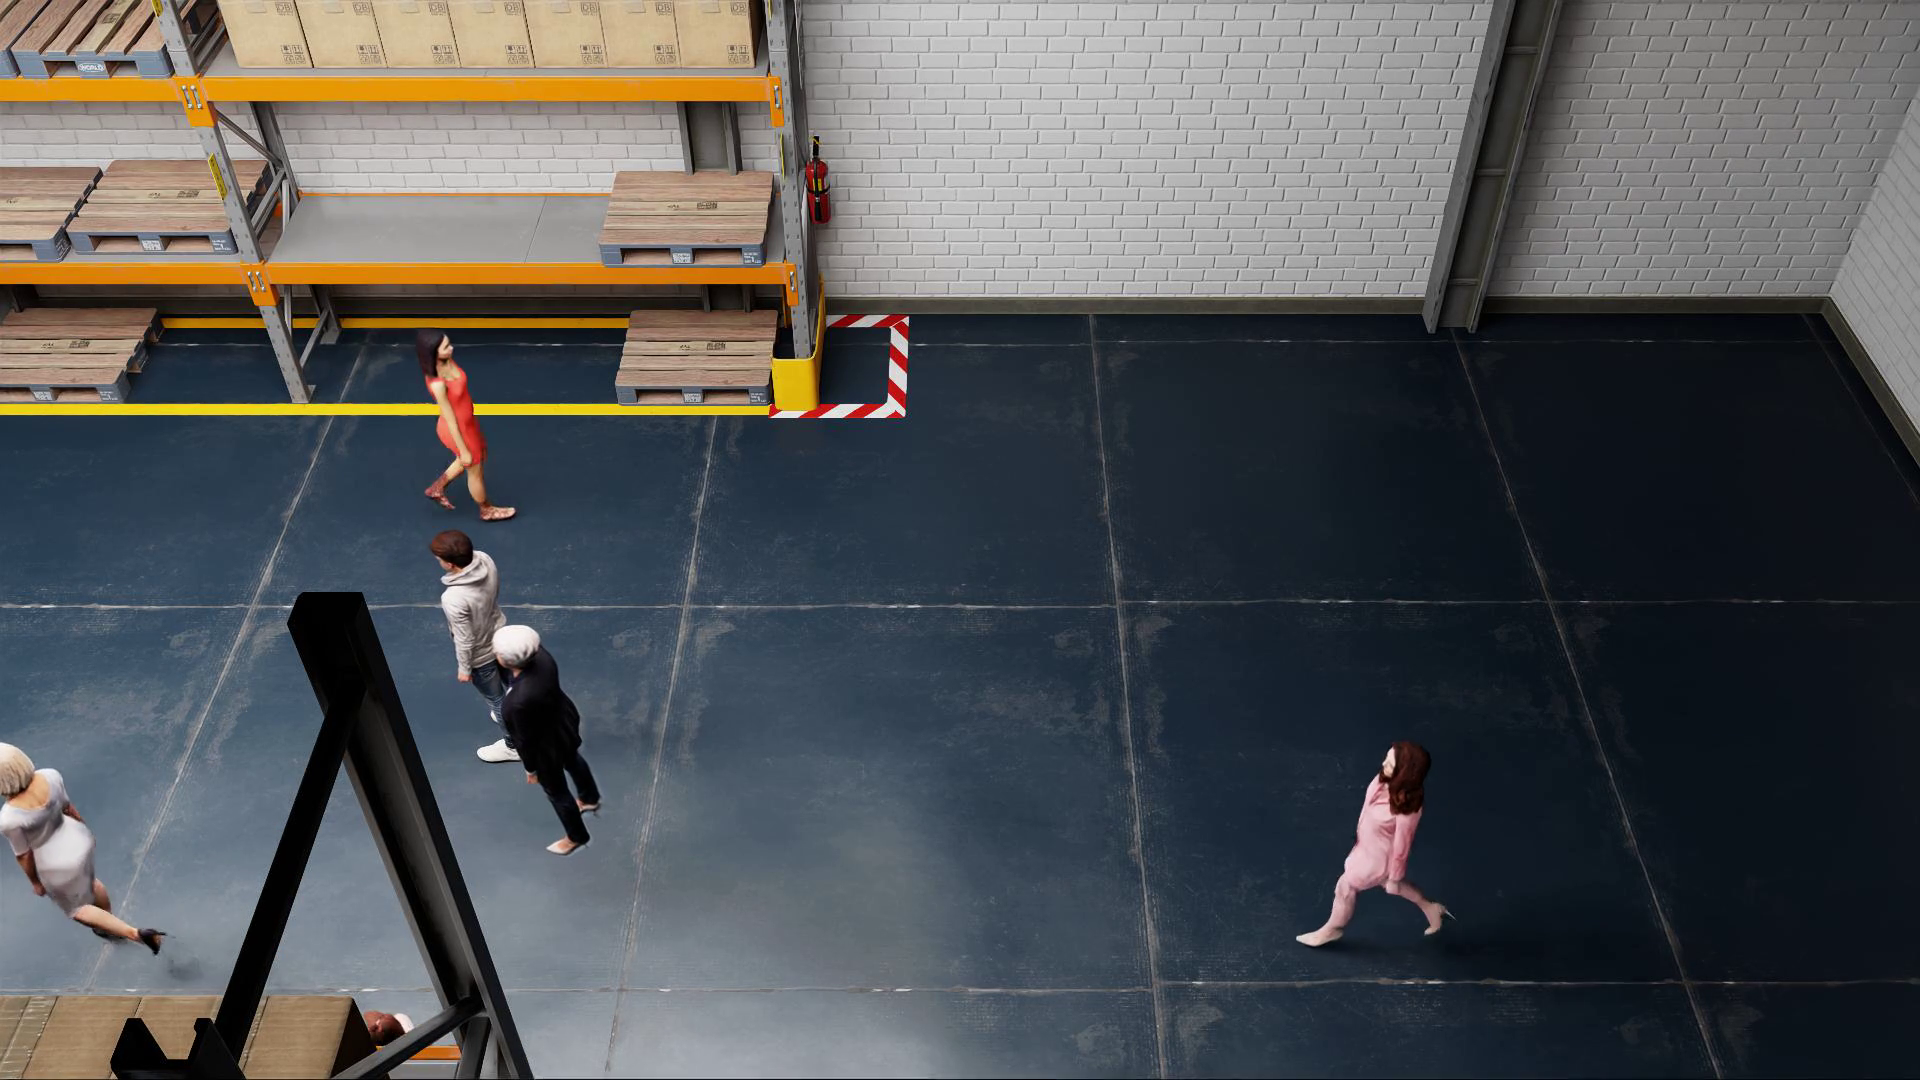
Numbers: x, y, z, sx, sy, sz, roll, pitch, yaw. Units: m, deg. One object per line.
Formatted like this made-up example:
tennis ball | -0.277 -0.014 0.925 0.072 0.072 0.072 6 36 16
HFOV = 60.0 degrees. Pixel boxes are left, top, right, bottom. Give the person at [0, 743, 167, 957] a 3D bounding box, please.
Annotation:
person | -4.753 1.717 8.941 0.921 1.731 0.698 10 44 10

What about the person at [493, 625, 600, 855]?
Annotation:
person | -2.192 1.014 8.893 0.630 1.777 0.740 5 44 6

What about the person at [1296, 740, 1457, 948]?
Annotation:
person | 2.348 1.668 8.961 1.089 1.775 0.659 2 44 2

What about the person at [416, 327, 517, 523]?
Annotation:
person | -3.554 -0.750 11.550 0.878 1.705 0.675 -7 44 -7

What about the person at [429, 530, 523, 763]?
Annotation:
person | -2.850 0.628 9.996 0.593 1.853 0.686 4 44 5

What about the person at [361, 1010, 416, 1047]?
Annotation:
person | -2.465 2.724 7.912 1.182 1.693 0.655 3 44 3
